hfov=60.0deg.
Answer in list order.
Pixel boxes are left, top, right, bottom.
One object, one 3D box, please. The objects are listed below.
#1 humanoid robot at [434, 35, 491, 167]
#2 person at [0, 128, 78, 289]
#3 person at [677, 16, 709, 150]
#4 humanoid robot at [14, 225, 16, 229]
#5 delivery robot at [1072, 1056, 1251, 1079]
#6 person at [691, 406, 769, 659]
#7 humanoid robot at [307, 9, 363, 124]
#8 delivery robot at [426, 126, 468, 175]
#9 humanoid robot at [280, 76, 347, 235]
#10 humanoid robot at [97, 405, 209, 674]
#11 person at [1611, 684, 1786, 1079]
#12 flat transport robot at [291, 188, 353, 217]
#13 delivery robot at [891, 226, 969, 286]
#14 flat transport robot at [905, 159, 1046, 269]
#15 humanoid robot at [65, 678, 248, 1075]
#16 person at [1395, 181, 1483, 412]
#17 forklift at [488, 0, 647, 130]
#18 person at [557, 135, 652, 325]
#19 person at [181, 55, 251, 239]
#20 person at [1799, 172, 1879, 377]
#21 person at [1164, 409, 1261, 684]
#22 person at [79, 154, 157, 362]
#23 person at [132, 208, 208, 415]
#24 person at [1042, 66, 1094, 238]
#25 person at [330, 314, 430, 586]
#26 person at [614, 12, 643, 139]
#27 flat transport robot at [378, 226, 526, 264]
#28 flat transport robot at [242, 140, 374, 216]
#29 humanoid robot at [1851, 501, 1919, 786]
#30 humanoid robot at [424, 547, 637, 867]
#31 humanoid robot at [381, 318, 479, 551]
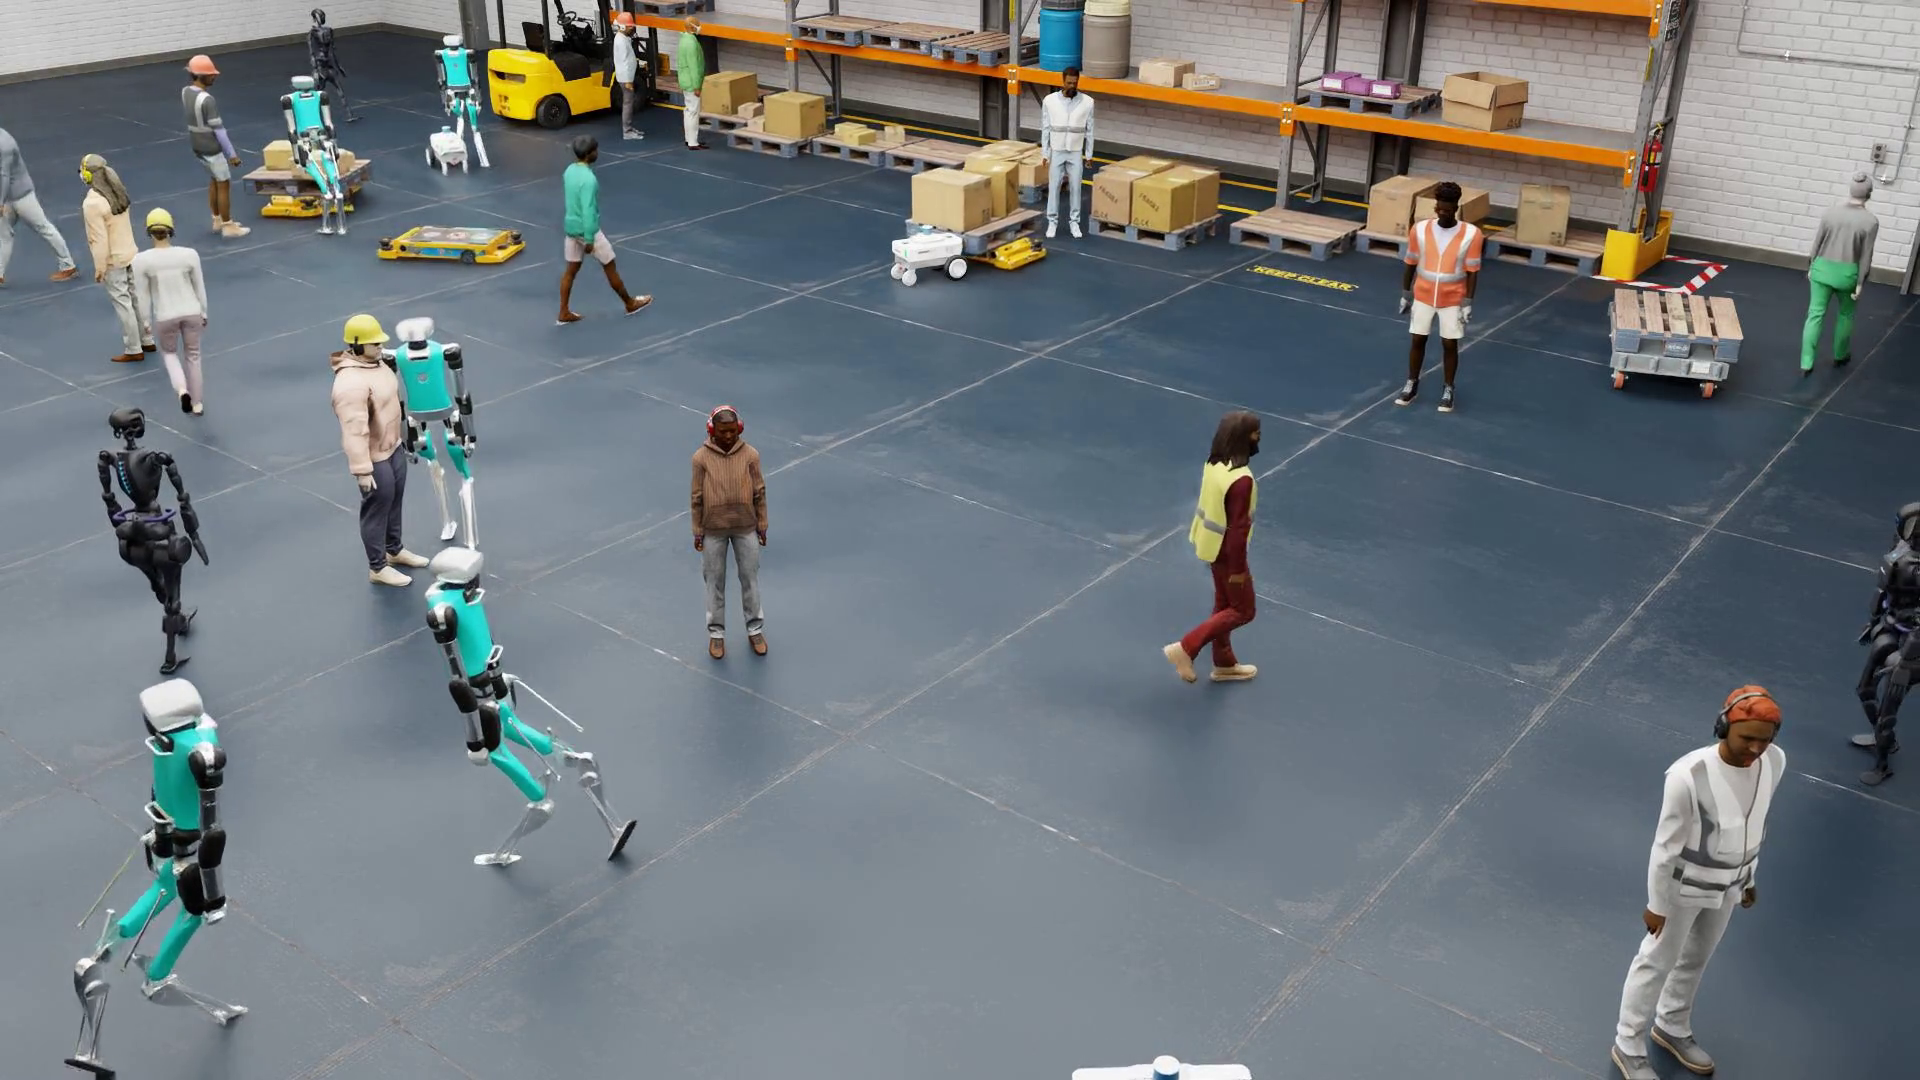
[{"bbox_3d":[-6.522,-5.783,21.862,0.547,1.747,0.875,-5,26,-9],"label":"humanoid robot"},{"bbox_3d":[-9.704,-3.494,16.959,1.035,1.874,0.659,-21,33,-37],"label":"person"},{"bbox_3d":[-3.664,-6.253,22.793,0.388,1.776,0.545,-9,27,-17],"label":"person"},{"bbox_3d":[-11.183,-4.239,18.695,0.942,1.783,0.546,-2,26,-5],"label":"humanoid robot"},{"bbox_3d":[0.829,2.285,6.531,0.784,0.613,0.523,-1,26,-2],"label":"delivery robot"},{"bbox_3d":[-1.394,-0.060,10.112,0.462,1.648,0.327,-5,26,-11],"label":"person"},{"bbox_3d":[-9.199,-6.889,24.244,0.717,1.631,0.598,9,27,18],"label":"humanoid robot"},{"bbox_3d":[-6.723,-5.138,21.868,0.499,0.582,0.773,-12,28,-24],"label":"delivery robot"},{"bbox_3d":[-7.197,-4.286,18.773,0.539,1.781,0.776,-20,32,-35],"label":"humanoid robot"},{"bbox_3d":[-4.857,-0.063,10.105,0.588,1.631,0.698,3,26,6],"label":"humanoid robot"},{"bbox_3d":[3.030,1.416,6.786,0.574,1.881,0.355,-11,28,-21],"label":"person"},{"bbox_3d":[-7.852,-4.219,20.307,0.659,0.231,1.431,-12,28,-23],"label":"flat transport robot"},{"bbox_3d":[-0.323,-2.989,17.449,0.813,0.609,0.499,-13,29,-25],"label":"delivery robot"},{"bbox_3d":[0.172,-3.251,18.302,1.431,0.231,0.659,18,31,33],"label":"flat transport robot"},{"bbox_3d":[-3.477,1.467,6.863,1.013,1.757,0.546,-16,30,-30],"label":"humanoid robot"},{"bbox_3d":[3.971,-2.020,13.832,0.617,1.950,0.392,12,28,24],"label":"person"},{"bbox_3d":[-5.874,-7.334,24.552,1.214,2.155,2.313,19,32,34],"label":"forklift"},{"bbox_3d":[-3.540,-2.995,16.017,0.985,1.796,0.517,-20,32,-36],"label":"person"},{"bbox_3d":[-8.369,-4.402,18.663,0.659,2.028,0.438,23,34,39],"label":"person"},{"bbox_3d":[7.793,-2.386,14.720,0.531,1.798,0.835,19,32,34],"label":"person"},{"bbox_3d":[1.523,0.072,9.708,0.523,1.755,0.490,-3,26,-7],"label":"person"},{"bbox_3d":[-7.582,-2.530,14.967,0.413,1.877,0.549,2,26,4],"label":"person"},{"bbox_3d":[-6.445,-1.846,13.693,0.525,1.741,0.497,-15,30,-28],"label":"person"},{"bbox_3d":[1.211,-4.371,18.739,0.591,1.913,0.393,-1,26,-2],"label":"person"},{"bbox_3d":[-3.865,-0.599,10.989,0.428,1.859,0.790,1,26,2],"label":"person"},{"bbox_3d":[-4.674,-6.538,23.418,0.345,1.740,0.572,-5,26,-10],"label":"person"},{"bbox_3d":[-5.588,-3.246,18.292,1.431,0.231,0.659,4,26,8],"label":"flat transport robot"},{"bbox_3d":[-7.916,-4.221,20.313,0.659,0.231,1.431,2,26,4],"label":"flat transport robot"},{"bbox_3d":[5.009,0.535,8.847,0.407,1.646,0.596,3,26,7],"label":"humanoid robot"},{"bbox_3d":[-2.024,0.857,8.130,0.977,1.767,0.549,-1,26,-1],"label":"humanoid robot"},{"bbox_3d":[-3.598,-0.758,11.461,0.536,1.763,0.828,-6,26,-12],"label":"humanoid robot"}]
